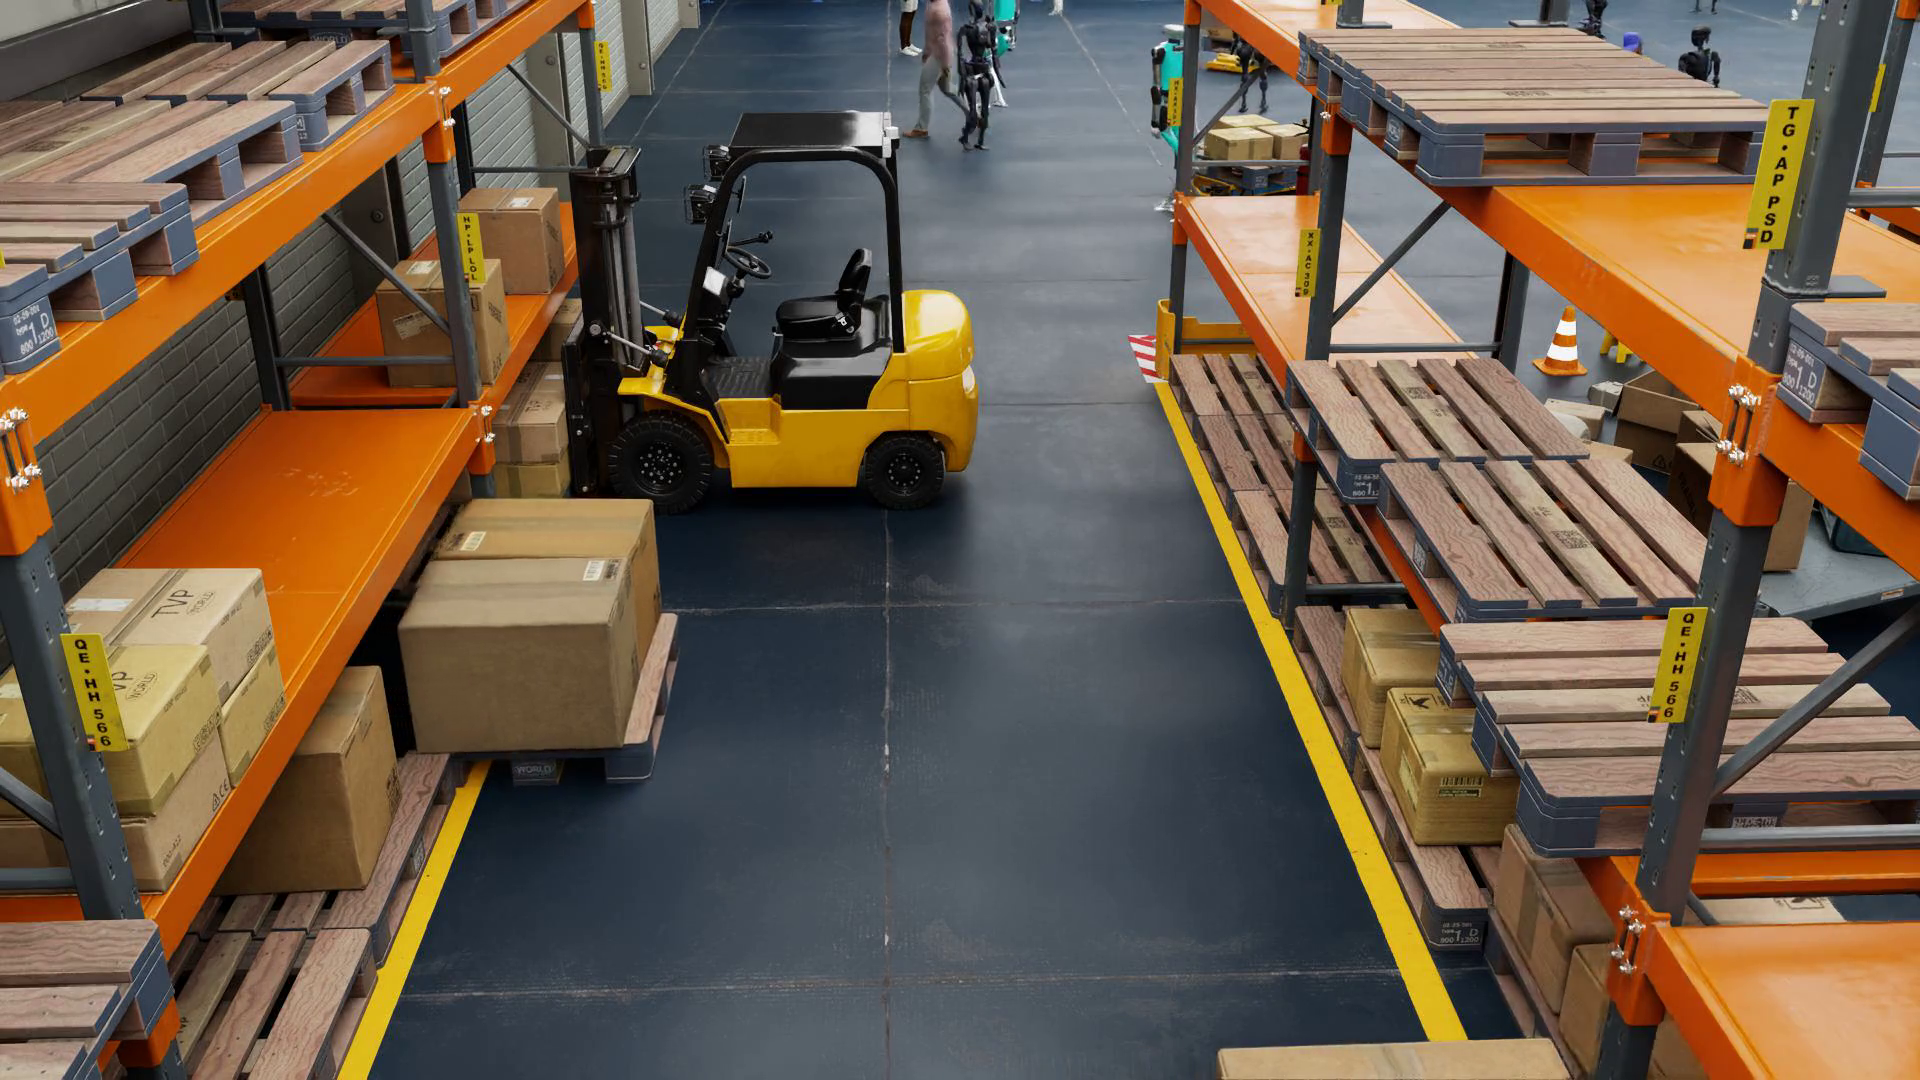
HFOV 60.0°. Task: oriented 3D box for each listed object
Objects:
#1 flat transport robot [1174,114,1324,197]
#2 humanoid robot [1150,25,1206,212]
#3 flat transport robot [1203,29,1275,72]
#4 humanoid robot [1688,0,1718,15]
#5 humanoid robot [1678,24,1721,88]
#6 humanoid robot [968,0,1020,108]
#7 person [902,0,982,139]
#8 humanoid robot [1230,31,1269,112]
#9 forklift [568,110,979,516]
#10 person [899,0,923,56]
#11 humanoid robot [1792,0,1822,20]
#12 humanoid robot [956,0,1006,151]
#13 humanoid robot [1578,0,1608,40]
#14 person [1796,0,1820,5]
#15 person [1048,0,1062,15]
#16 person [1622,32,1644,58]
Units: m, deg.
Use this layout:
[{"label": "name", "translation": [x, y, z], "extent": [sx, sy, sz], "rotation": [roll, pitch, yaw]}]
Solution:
[{"label": "flat transport robot", "translation": [2.969, -3.683, 17.102], "extent": [1.431, 0.231, 0.659], "rotation": [-16, 30, -31]}, {"label": "humanoid robot", "translation": [2.176, -4.073, 16.181], "extent": [0.647, 1.771, 0.535], "rotation": [23, 34, 40]}, {"label": "flat transport robot", "translation": [4.254, -6.969, 24.061], "extent": [0.659, 0.231, 1.431], "rotation": [22, 33, 39]}, {"label": "humanoid robot", "translation": [12.972, -9.890, 28.609], "extent": [0.520, 1.645, 0.602], "rotation": [-16, 30, -30]}, {"label": "humanoid robot", "translation": [7.606, -4.465, 17.173], "extent": [0.617, 1.632, 0.702], "rotation": [-9, 27, -19]}, {"label": "humanoid robot", "translation": [0.395, -6.343, 20.988], "extent": [0.535, 1.748, 0.780], "rotation": [-20, 32, -36]}, {"label": "person", "translation": [-0.181, -5.591, 19.254], "extent": [0.933, 1.886, 0.653], "rotation": [-1, 25, -3]}, {"label": "humanoid robot", "translation": [3.668, -6.211, 20.804], "extent": [0.589, 1.656, 0.352], "rotation": [9, 27, 19]}, {"label": "forklift", "translation": [-1.043, -1.379, 9.976], "extent": [2.313, 2.155, 1.214], "rotation": [-1, 25, -2]}, {"label": "person", "translation": [-0.756, -8.211, 24.783], "extent": [0.356, 1.898, 0.556], "rotation": [7, 26, 14]}, {"label": "humanoid robot", "translation": [14.448, -9.524, 27.819], "extent": [0.547, 1.820, 0.888], "rotation": [-17, 30, -31]}, {"label": "humanoid robot", "translation": [0.220, -5.238, 18.743], "extent": [0.600, 1.655, 0.338], "rotation": [-17, 30, -32]}, {"label": "humanoid robot", "translation": [8.169, -6.571, 21.575], "extent": [0.403, 1.648, 0.602], "rotation": [15, 29, 28]}, {"label": "person", "translation": [15.354, -10.567, 29.784], "extent": [0.406, 1.893, 0.533], "rotation": [-22, 33, -39]}, {"label": "person", "translation": [1.618, -9.935, 28.655], "extent": [0.328, 1.715, 0.645], "rotation": [0, 25, 0]}, {"label": "person", "translation": [6.724, -4.215, 16.583], "extent": [0.667, 1.672, 0.388], "rotation": [-6, 26, -12]}]
